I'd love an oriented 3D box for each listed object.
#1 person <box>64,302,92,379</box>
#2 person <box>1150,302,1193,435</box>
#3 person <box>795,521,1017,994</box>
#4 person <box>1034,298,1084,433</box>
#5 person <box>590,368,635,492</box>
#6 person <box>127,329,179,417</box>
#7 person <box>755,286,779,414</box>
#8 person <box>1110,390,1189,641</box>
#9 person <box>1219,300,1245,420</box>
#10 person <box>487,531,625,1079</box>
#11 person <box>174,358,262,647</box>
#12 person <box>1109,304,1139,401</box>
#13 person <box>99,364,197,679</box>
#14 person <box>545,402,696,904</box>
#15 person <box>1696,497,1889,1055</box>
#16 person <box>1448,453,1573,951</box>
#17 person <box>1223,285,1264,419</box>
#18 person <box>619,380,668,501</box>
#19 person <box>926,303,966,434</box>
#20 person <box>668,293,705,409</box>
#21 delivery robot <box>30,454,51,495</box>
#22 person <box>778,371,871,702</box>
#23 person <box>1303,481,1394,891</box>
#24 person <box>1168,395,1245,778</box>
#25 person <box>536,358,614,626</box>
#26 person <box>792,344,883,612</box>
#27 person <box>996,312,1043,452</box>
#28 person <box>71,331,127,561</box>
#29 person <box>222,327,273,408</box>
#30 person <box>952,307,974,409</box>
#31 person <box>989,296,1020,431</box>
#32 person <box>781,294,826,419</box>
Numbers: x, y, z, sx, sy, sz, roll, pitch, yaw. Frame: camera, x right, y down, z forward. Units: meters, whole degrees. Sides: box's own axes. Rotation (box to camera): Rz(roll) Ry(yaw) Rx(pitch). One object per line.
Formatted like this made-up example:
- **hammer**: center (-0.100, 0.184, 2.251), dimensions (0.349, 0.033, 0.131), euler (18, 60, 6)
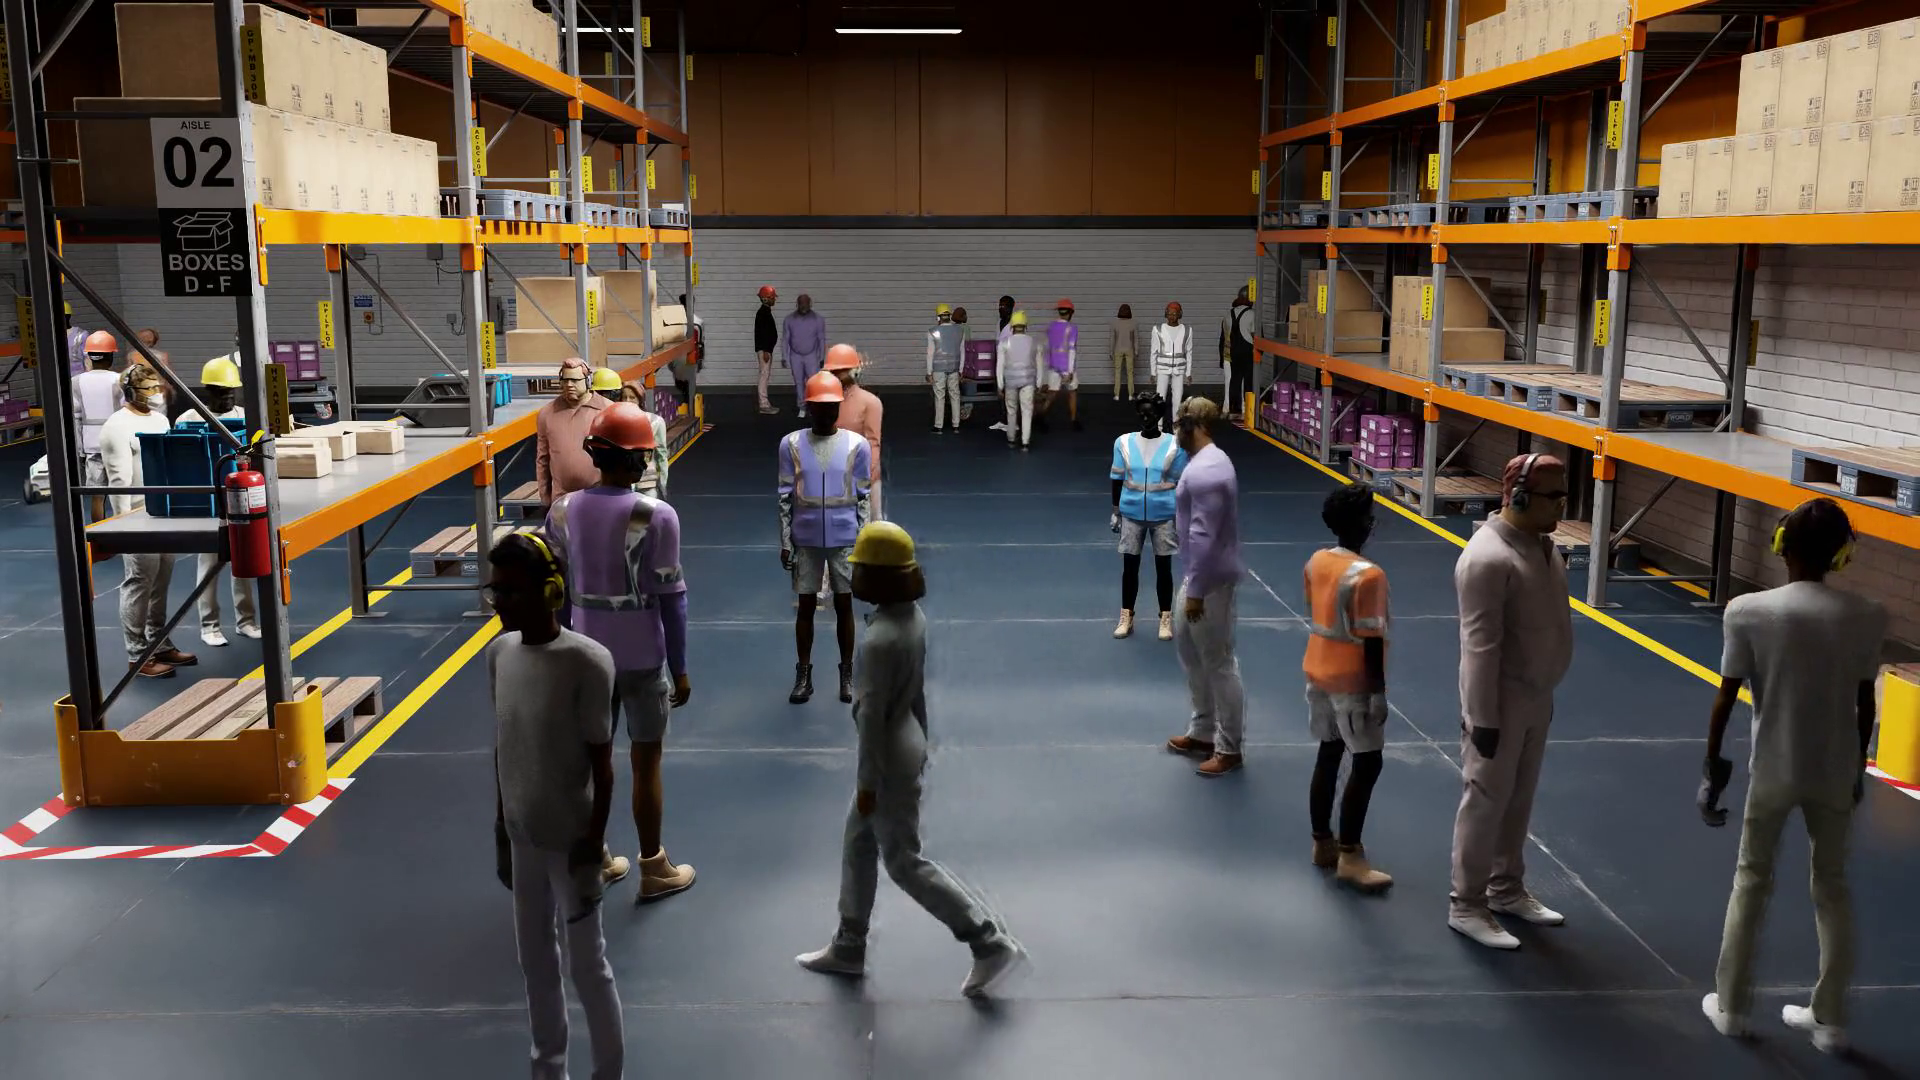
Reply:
- **person**: center (-11.446, -2.099, 21.358), dimensions (0.585, 1.927, 0.366), euler (-1, 10, -3)
- **person**: center (2.824, -2.240, 22.254), dimensions (0.572, 1.886, 0.353), euler (0, 10, -2)
- **person**: center (-0.192, 0.777, 5.926), dimensions (0.810, 1.711, 0.493), euler (2, 10, 11)
- **person**: center (1.382, -2.429, 23.304), dimensions (0.546, 1.898, 0.773), euler (8, 13, 38)
- **person**: center (-2.556, -0.372, 12.185), dimensions (0.315, 1.768, 0.526), euler (-8, 13, -39)
- **person**: center (-9.859, -1.772, 20.390), dimensions (0.530, 1.624, 0.533), euler (0, 10, -3)
- **person**: center (-3.027, -2.983, 26.089), dimensions (0.384, 1.996, 0.610), euler (0, 10, -1)
- **person**: center (1.269, -0.163, 11.216), dimensions (0.541, 1.696, 0.315), euler (3, 11, 15)
- **person**: center (4.202, -2.725, 25.099), dimensions (0.620, 1.840, 0.430), euler (5, 11, 26)
- **person**: center (-1.207, 0.893, 4.878), dimensions (0.495, 1.865, 0.337), euler (6, 12, 32)
- **person**: center (-4.898, -0.254, 11.113), dimensions (0.391, 1.922, 0.589), euler (8, 13, 38)
- **person**: center (2.777, -3.170, 28.138), dimensions (0.507, 1.632, 0.272), euler (1, 10, 4)
- **person**: center (-5.036, -0.123, 10.313), dimensions (0.355, 1.938, 0.637), euler (0, 10, 1)
- **person**: center (-1.367, 0.456, 6.798), dimensions (0.615, 2.041, 0.392), euler (4, 11, 21)
- **person**: center (2.741, 0.782, 5.526), dimensions (0.561, 1.854, 0.366), euler (3, 11, 18)
- **person**: center (2.127, 0.608, 6.373), dimensions (0.398, 1.897, 0.646), euler (9, 13, 40)
- **person**: center (4.315, -2.809, 24.994), dimensions (0.538, 2.000, 0.684), euler (-8, 13, -36)
- **person**: center (-2.496, -0.412, 12.765), dimensions (0.523, 1.636, 0.310), euler (0, 10, 1)
- **person**: center (-0.213, -2.393, 23.284), dimensions (0.586, 1.823, 0.403), euler (-5, 11, -24)
- **person**: center (-4.002, -2.700, 24.718), dimensions (0.718, 1.930, 0.669), euler (9, 14, 41)
- **delivery robot**: center (-9.396, -0.724, 17.257), dimensions (0.477, 0.478, 0.707), euler (-3, 11, -18)
- **person**: center (-0.786, -0.012, 9.691), dimensions (0.545, 1.942, 0.352), euler (0, 10, -3)
- **person**: center (1.648, 0.605, 7.004), dimensions (0.321, 1.683, 0.655), euler (-3, 11, -15)
- **person**: center (1.279, 0.229, 8.487), dimensions (0.432, 1.906, 0.684), euler (2, 10, 9)
- **person**: center (-2.606, -0.304, 11.457), dimensions (0.636, 1.900, 0.402), euler (0, 10, 3)
- **person**: center (-0.799, -0.455, 12.173), dimensions (0.620, 1.949, 1.019), euler (7, 12, 35)
- **person**: center (0.767, -2.037, 21.425), dimensions (0.608, 1.785, 0.929), euler (-1, 10, -3)
- **person**: center (-7.158, -0.784, 14.001), dimensions (0.544, 1.939, 0.354), euler (-1, 10, -6)
- **person**: center (-7.284, -1.290, 17.077), dimensions (0.506, 1.847, 0.345), euler (-6, 12, -31)
- **person**: center (-0.007, -2.915, 26.721), dimensions (0.500, 1.633, 0.280), euler (8, 13, 37)
- **person**: center (0.687, -2.512, 23.679), dimensions (0.392, 1.920, 0.593), euler (-6, 12, -32)
- **person**: center (-2.381, -2.759, 25.152), dimensions (0.664, 1.877, 0.784), euler (0, 10, 1)
